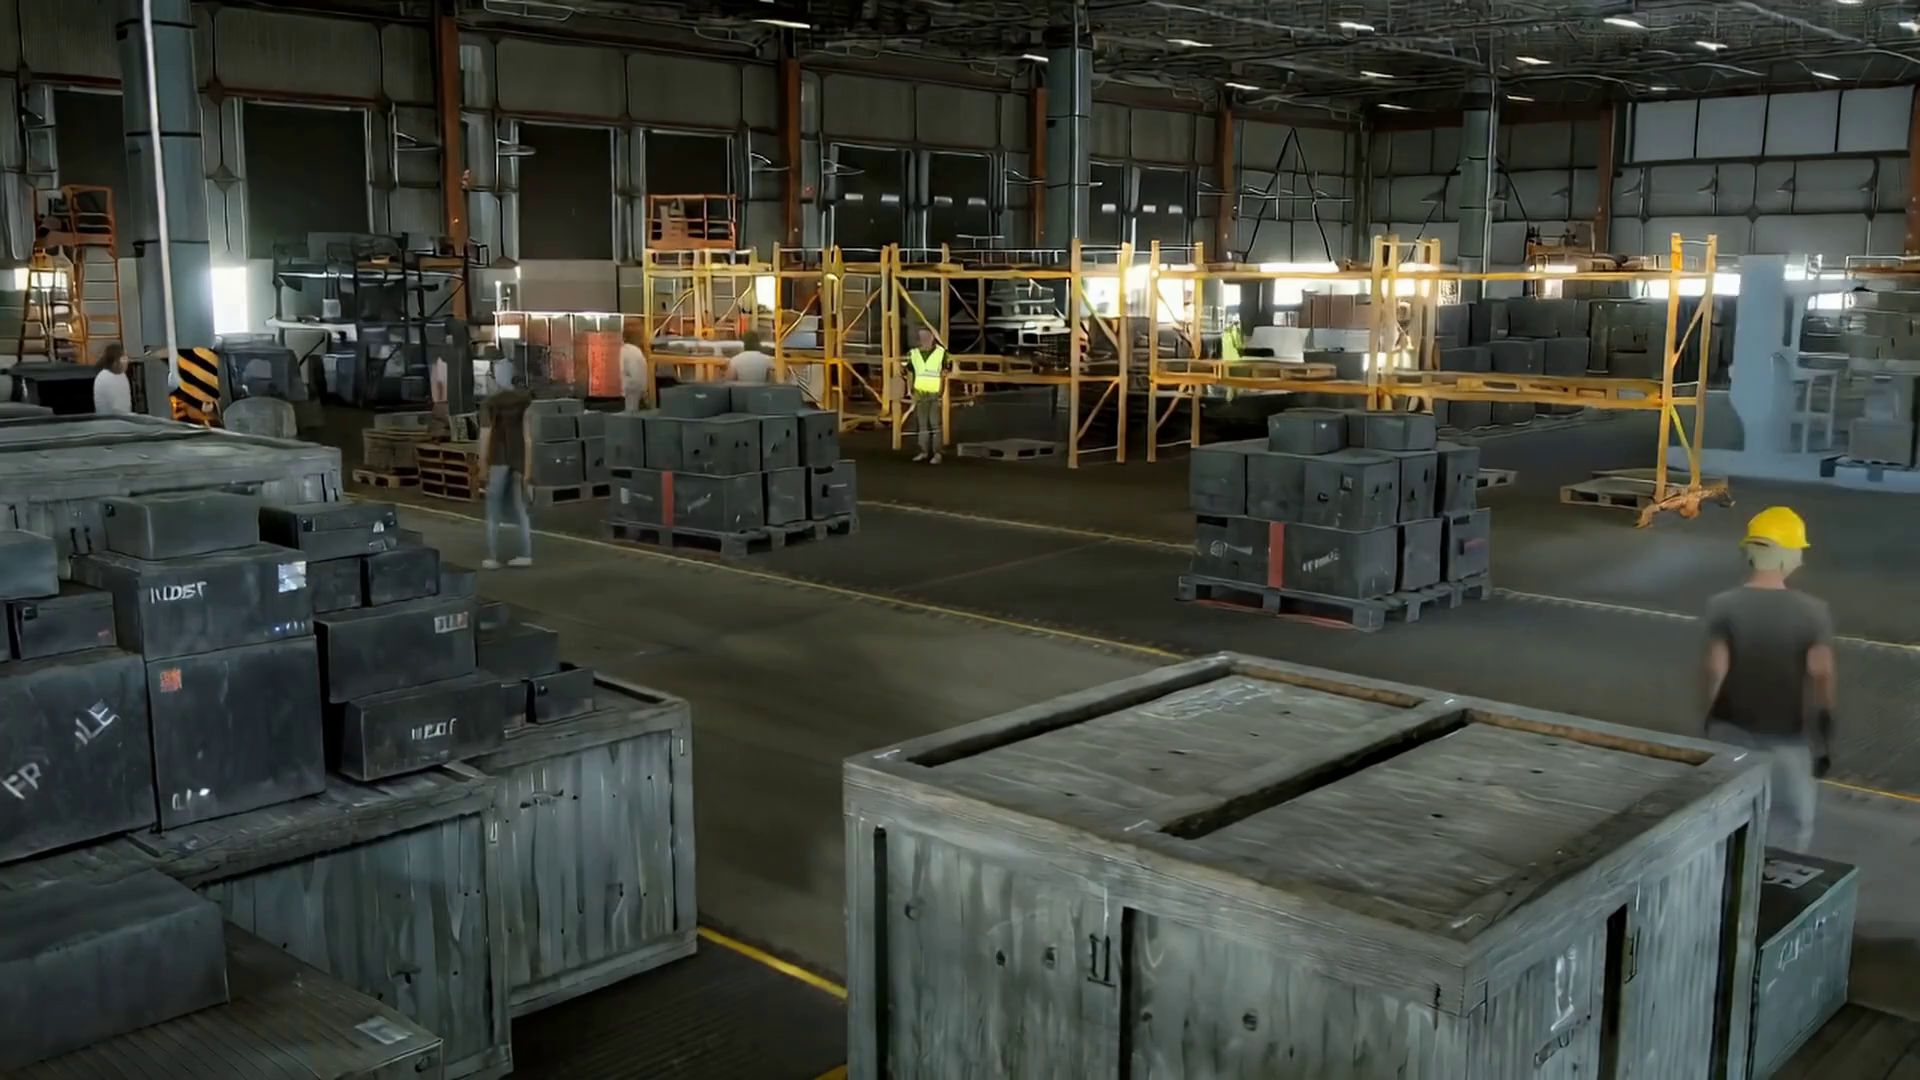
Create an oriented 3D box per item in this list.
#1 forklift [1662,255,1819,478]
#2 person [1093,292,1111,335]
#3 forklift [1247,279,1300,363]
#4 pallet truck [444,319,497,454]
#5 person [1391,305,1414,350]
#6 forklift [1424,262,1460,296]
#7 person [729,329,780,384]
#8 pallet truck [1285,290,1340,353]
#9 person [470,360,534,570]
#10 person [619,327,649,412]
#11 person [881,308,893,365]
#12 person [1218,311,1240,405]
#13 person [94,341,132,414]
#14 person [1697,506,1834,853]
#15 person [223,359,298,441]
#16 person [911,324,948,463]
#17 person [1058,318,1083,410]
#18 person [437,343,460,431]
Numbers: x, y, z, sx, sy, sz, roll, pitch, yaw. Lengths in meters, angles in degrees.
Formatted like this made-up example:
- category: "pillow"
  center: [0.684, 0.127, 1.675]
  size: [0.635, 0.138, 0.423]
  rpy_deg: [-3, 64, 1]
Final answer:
- category: "forklift"
  center: [10.322, -2.297, 21.629]
  size: [1.873, 2.768, 1.129]
  rpy_deg: [9, 13, 43]
- category: "person"
  center: [4.377, -6.678, 51.406]
  size: [0.544, 1.930, 0.389]
  rpy_deg: [1, 9, 6]
- category: "forklift"
  center: [8.216, -6.142, 45.200]
  size: [1.873, 2.768, 1.129]
  rpy_deg: [9, 13, 43]
- category: "pallet truck"
  center: [-6.981, -1.942, 22.150]
  size: [1.885, 1.965, 0.823]
  rpy_deg: [1, 9, 9]
- category: "person"
  center: [9.621, -4.157, 36.120]
  size: [0.633, 1.865, 0.699]
  rpy_deg: [3, 10, 17]
- category: "forklift"
  center: [13.086, -6.153, 45.267]
  size: [1.129, 2.768, 1.873]
  rpy_deg: [5, 10, 26]
- category: "person"
  center: [-2.574, -1.654, 20.662]
  size: [0.637, 1.914, 0.807]
  rpy_deg: [3, 10, 16]
- category: "pallet truck"
  center: [11.297, -6.951, 52.861]
  size: [1.885, 1.965, 0.823]
  rpy_deg: [-5, 11, -29]
- category: "person"
  center: [-4.048, -0.659, 14.743]
  size: [0.594, 1.864, 0.340]
  rpy_deg: [-9, 13, -43]
- category: "person"
  center: [-4.674, -2.226, 24.478]
  size: [0.907, 1.800, 0.659]
  rpy_deg: [-3, 10, -18]
- category: "person"
  center: [-1.927, -5.325, 44.018]
  size: [0.313, 1.634, 0.515]
  rpy_deg: [2, 9, 10]
- category: "person"
  center: [5.232, -3.539, 32.453]
  size: [0.521, 1.829, 0.416]
  rpy_deg: [9, 13, 44]
- category: "person"
  center: [-8.535, -1.048, 16.897]
  size: [0.456, 1.924, 0.625]
  rpy_deg: [-2, 9, -10]
- category: "person"
  center: [3.073, 0.743, 6.423]
  size: [0.442, 1.753, 0.545]
  rpy_deg: [-6, 11, -33]
- category: "person"
  center: [-5.732, -0.526, 13.716]
  size: [0.586, 1.920, 0.398]
  rpy_deg: [-1, 9, -5]
- category: "person"
  center: [-0.416, -2.006, 22.836]
  size: [0.584, 1.910, 0.391]
  rpy_deg: [6, 11, 34]
- category: "person"
  center: [2.095, -3.324, 31.429]
  size: [0.487, 1.737, 0.322]
  rpy_deg: [-2, 9, -10]
- category: "person"
  center: [-7.148, -1.964, 23.360]
  size: [0.894, 1.649, 0.543]
  rpy_deg: [-1, 9, -5]
